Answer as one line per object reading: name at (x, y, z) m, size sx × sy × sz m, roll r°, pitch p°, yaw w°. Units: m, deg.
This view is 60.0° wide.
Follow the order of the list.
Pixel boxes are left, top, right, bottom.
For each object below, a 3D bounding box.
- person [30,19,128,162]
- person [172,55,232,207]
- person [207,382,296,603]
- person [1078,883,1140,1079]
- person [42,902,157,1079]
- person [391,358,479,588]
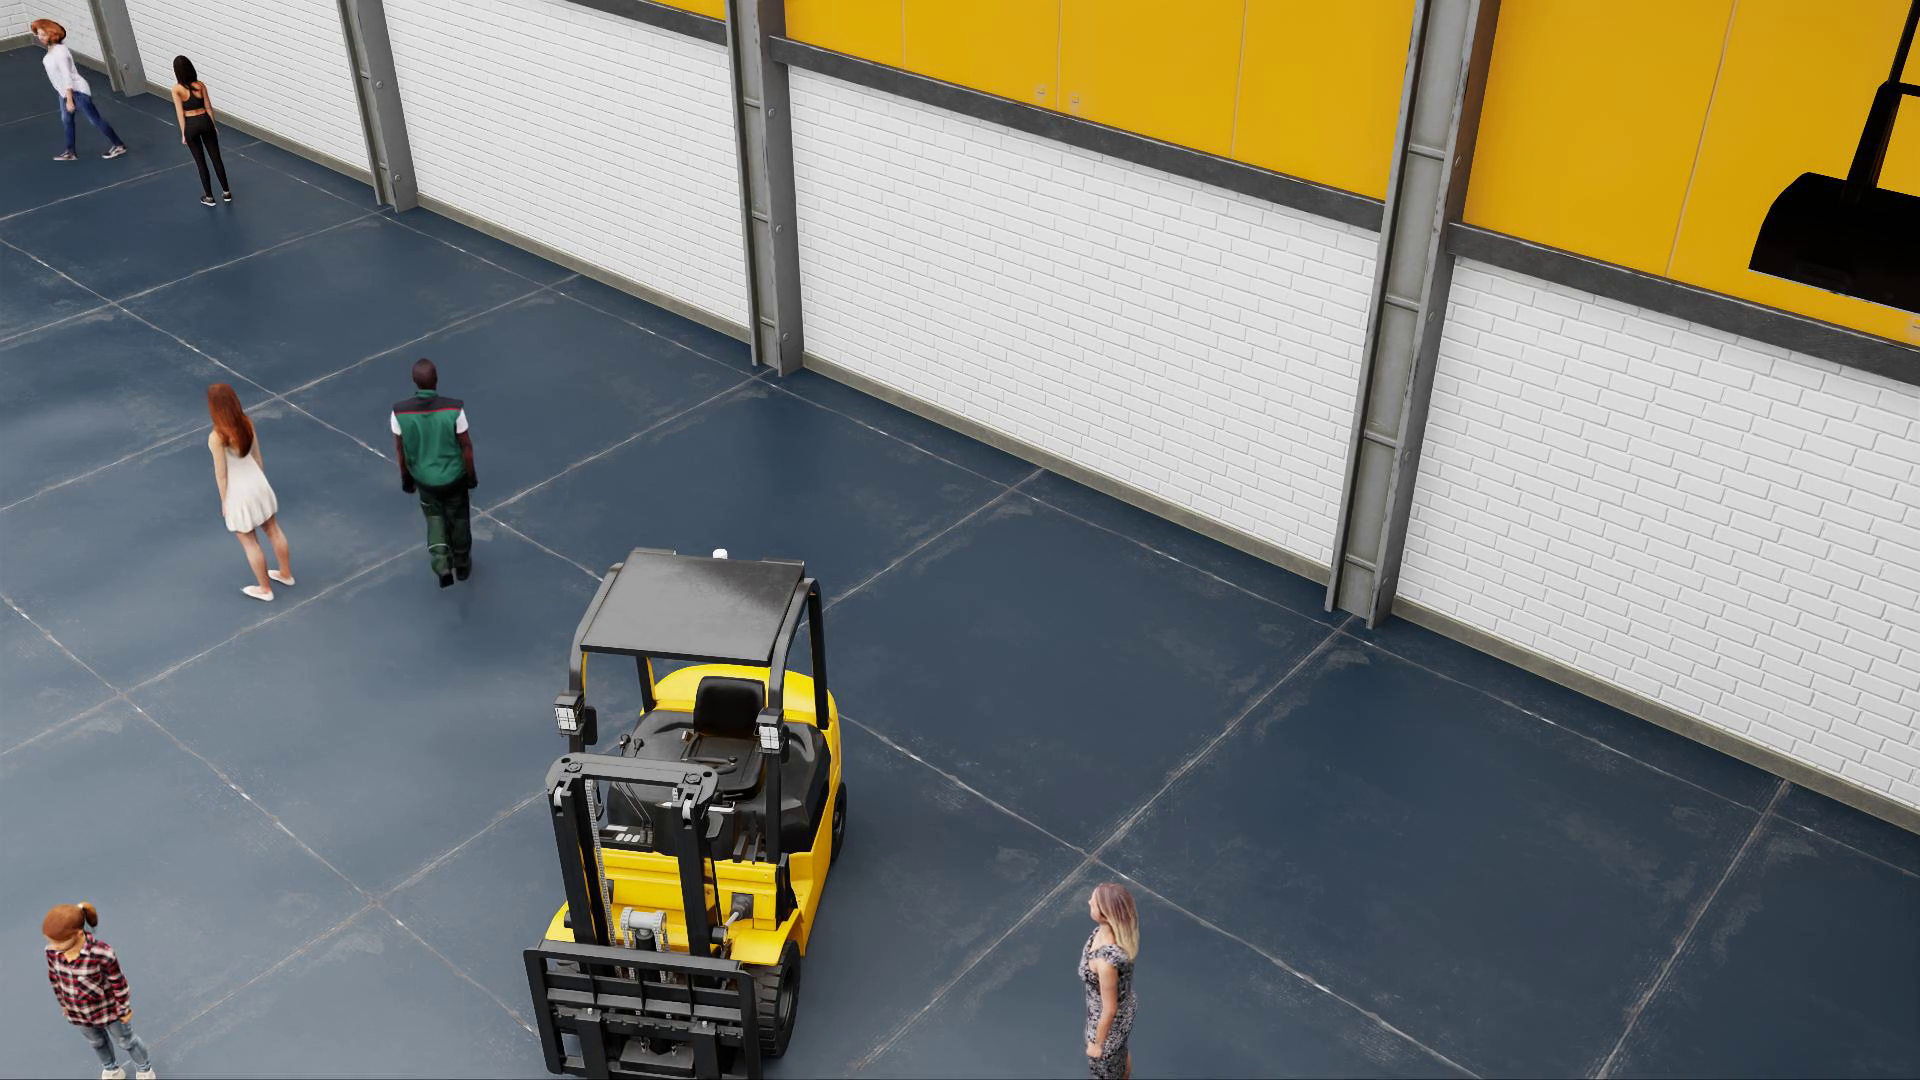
person at (-10.194, -5.242, 19.311) m, size 0.775 × 1.685 × 0.982 m, roll -24°, pitch 40°, yaw -31°
person at (-8.332, -4.492, 18.220) m, size 0.577 × 1.644 × 0.526 m, roll -26°, pitch 42°, yaw -34°
person at (-5.117, -0.356, 11.935) m, size 0.601 × 1.712 × 0.621 m, roll 14°, pitch 36°, yaw 20°
person at (0.726, 2.287, 7.968) m, size 0.622 × 1.703 × 0.638 m, roll 9°, pitch 35°, yaw 14°
person at (-4.315, 2.298, 8.310) m, size 0.598 × 1.306 × 0.678 m, roll 3°, pitch 34°, yaw 4°
person at (-3.732, -0.415, 11.922) m, size 0.974 × 1.825 × 1.046 m, roll -5°, pitch 34°, yaw -7°
